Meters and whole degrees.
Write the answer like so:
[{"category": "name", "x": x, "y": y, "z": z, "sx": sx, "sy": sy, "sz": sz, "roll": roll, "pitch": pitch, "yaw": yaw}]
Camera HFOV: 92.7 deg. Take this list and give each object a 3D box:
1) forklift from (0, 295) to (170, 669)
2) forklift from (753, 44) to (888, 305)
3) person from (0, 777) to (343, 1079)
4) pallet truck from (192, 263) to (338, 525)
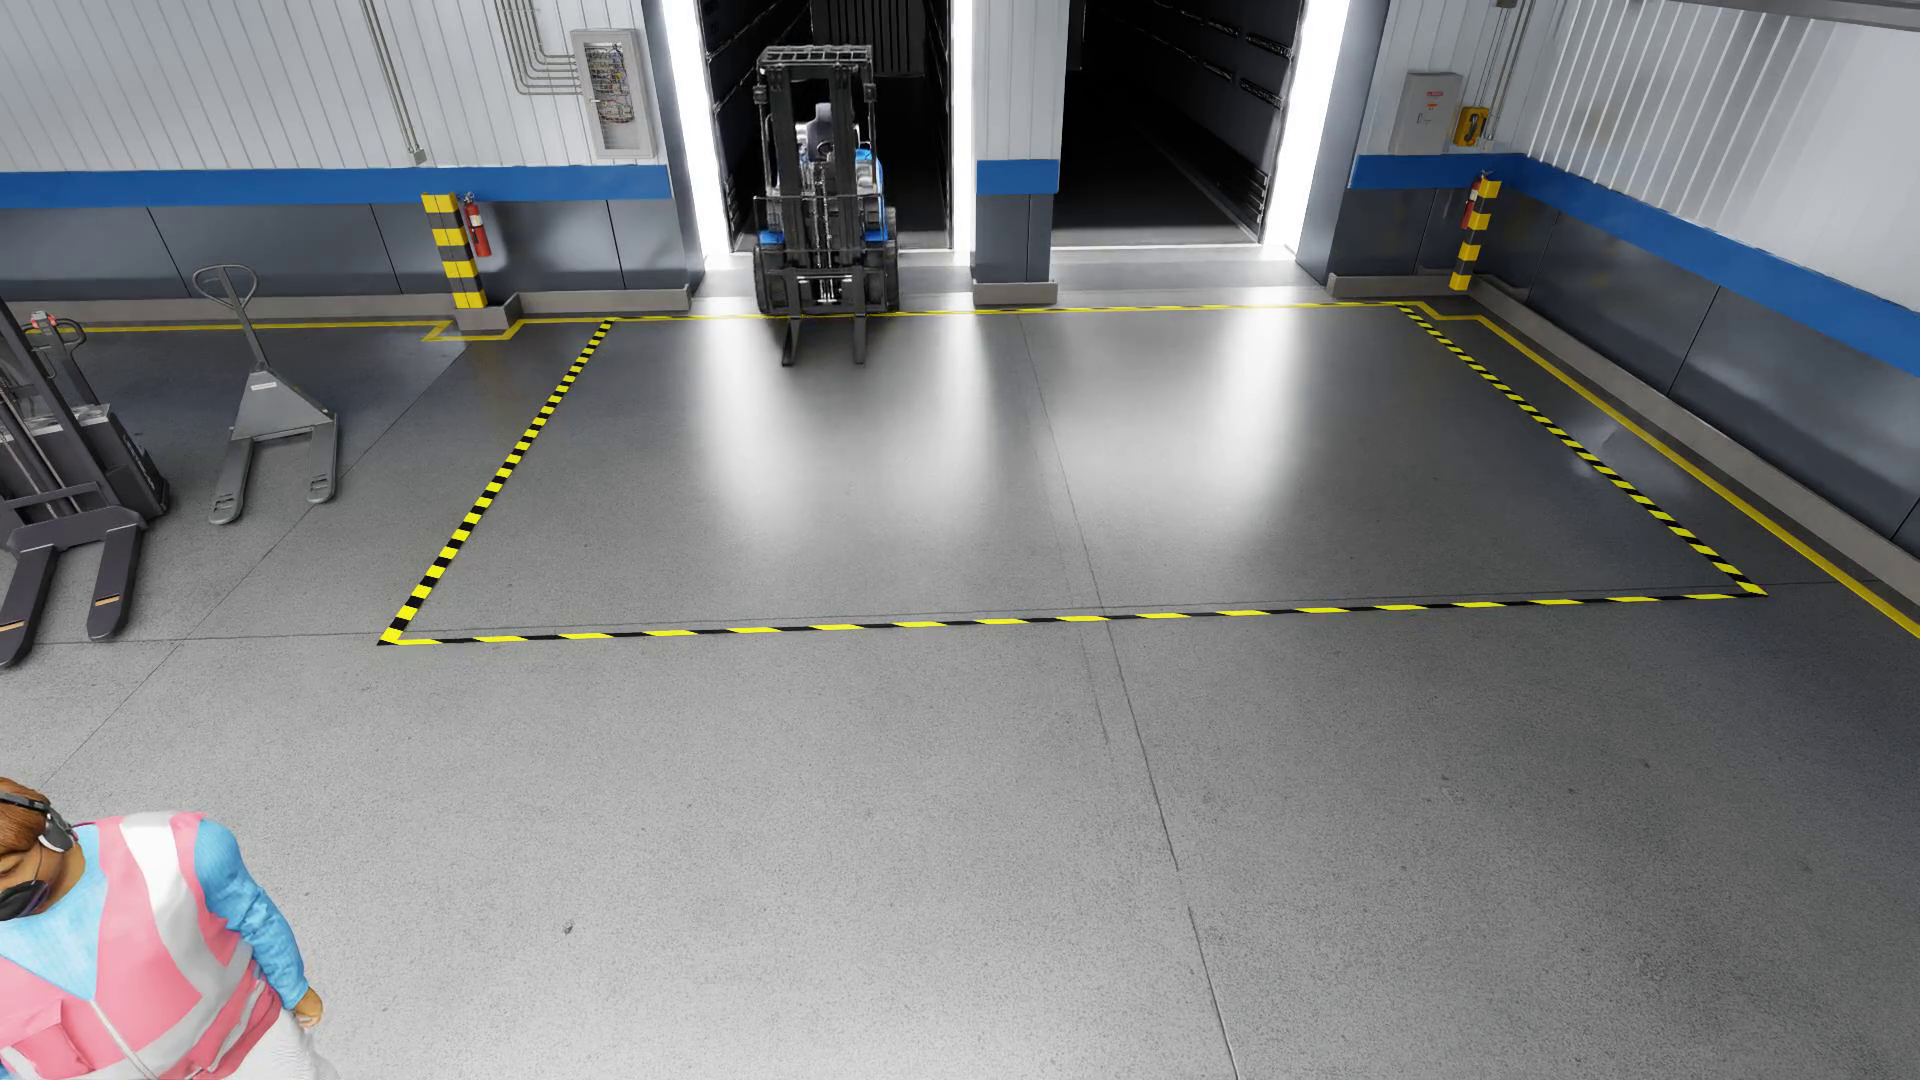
[{"category": "forklift", "x": -5.212, "y": -0.618, "z": 4.878, "sx": 0.823, "sy": 1.965, "sz": 1.885, "roll": -20, "pitch": 39, "yaw": -26}, {"category": "forklift", "x": -1.310, "y": -3.628, "z": 8.873, "sx": 1.157, "sy": 2.036, "sz": 2.680, "roll": -3, "pitch": 35, "yaw": -4}, {"category": "person", "x": -1.963, "y": 1.270, "z": 2.301, "sx": 0.626, "sy": 1.844, "sz": 0.429, "roll": -27, "pitch": 43, "yaw": -33}, {"category": "pallet truck", "x": -4.778, "y": -1.027, "z": 6.128, "sx": 0.680, "sy": 1.201, "sz": 1.601, "roll": -17, "pitch": 38, "yaw": -23}]
